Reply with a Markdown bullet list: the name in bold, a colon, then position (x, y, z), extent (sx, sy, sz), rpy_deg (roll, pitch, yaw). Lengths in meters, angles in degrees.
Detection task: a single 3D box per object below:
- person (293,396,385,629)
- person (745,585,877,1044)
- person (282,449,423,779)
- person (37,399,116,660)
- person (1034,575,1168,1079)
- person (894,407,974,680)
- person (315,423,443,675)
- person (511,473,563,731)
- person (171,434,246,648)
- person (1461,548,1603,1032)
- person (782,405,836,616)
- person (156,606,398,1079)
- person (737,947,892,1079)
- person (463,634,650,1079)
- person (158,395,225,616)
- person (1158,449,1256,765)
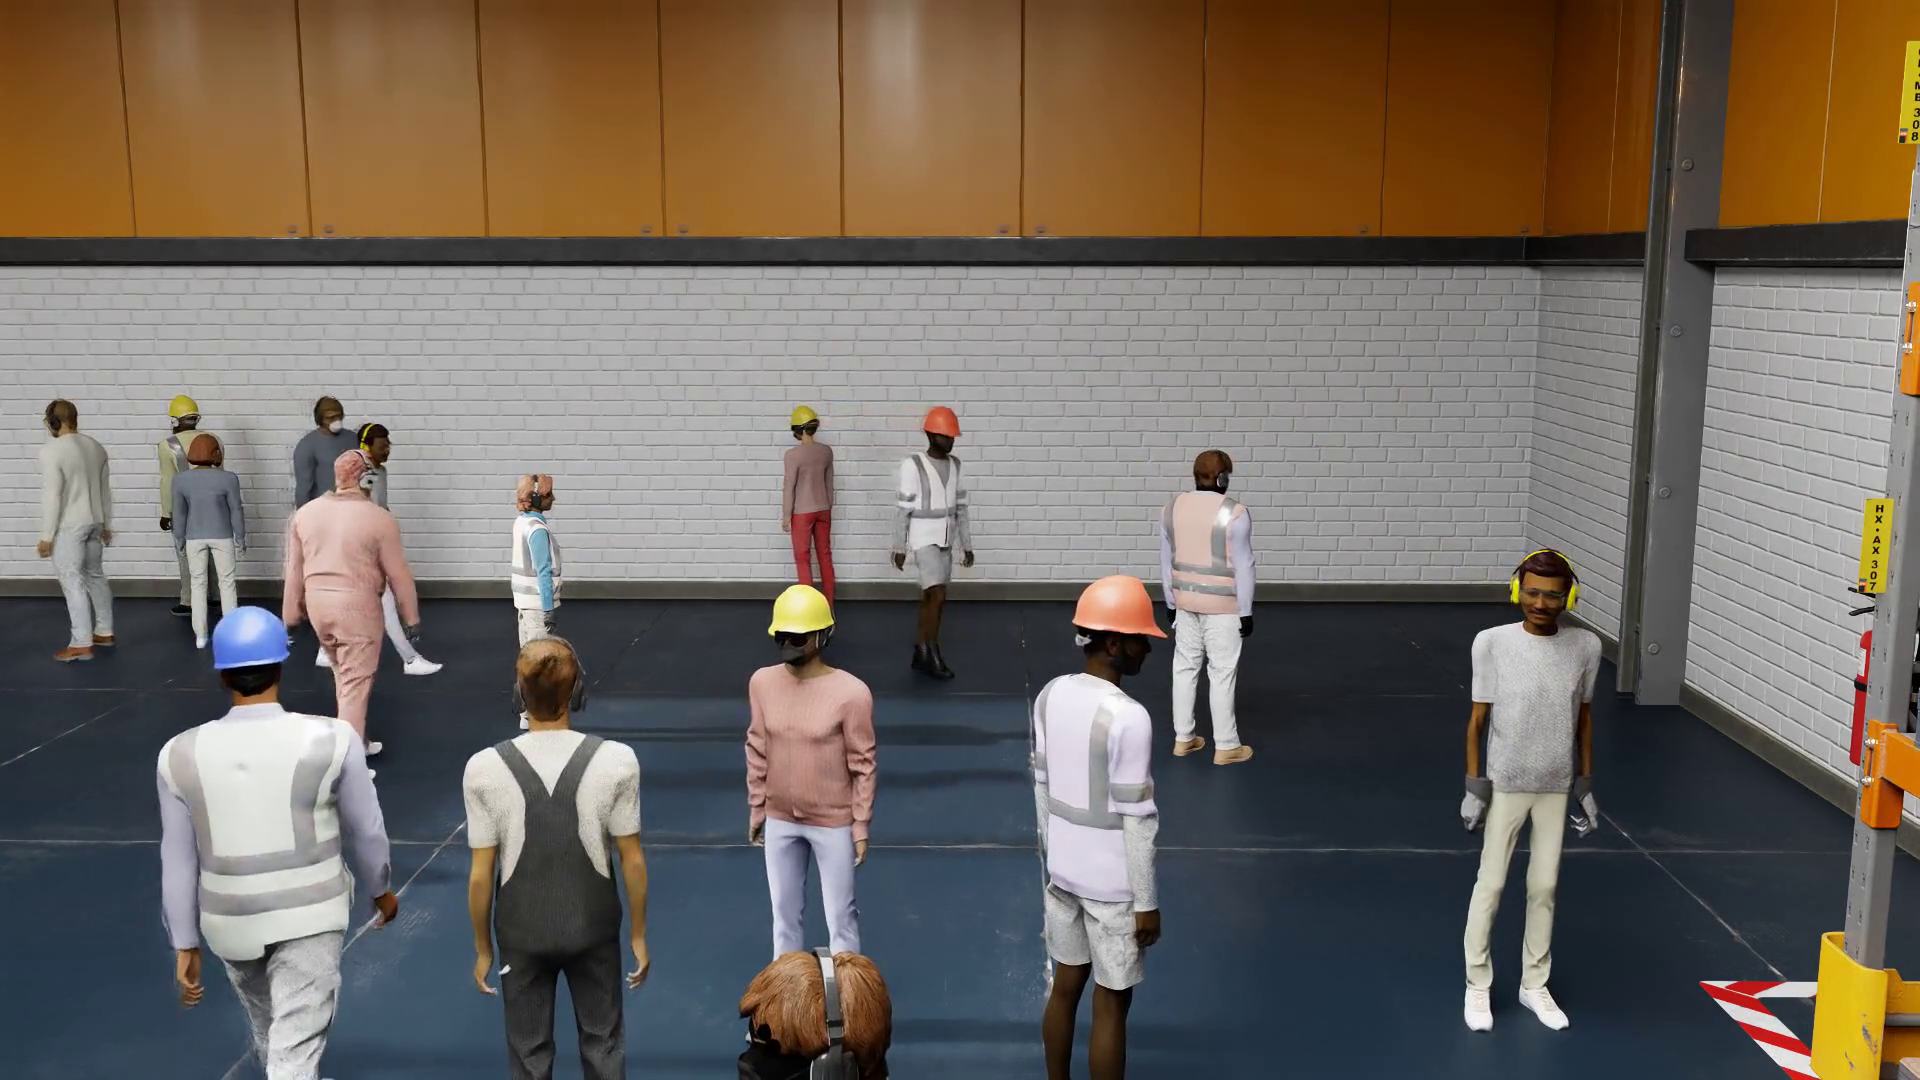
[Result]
- **person**: position (-5.080, -0.230, 13.363), extent (1.047, 1.886, 0.628), rpy_deg (3, 10, 17)
- **person**: position (-0.557, 1.030, 6.122), extent (0.526, 1.768, 0.331), rpy_deg (4, 10, 23)
- **person**: position (-3.412, 0.423, 9.447), extent (0.712, 1.871, 0.817), rpy_deg (3, 10, 15)
- **person**: position (-6.592, -0.090, 12.399), extent (0.409, 1.933, 0.642), rpy_deg (1, 10, 8)
- **person**: position (0.467, 1.070, 5.387), extent (0.376, 1.933, 0.544), rpy_deg (-6, 11, -31)
- **person**: position (-0.128, 0.027, 11.670), extent (0.672, 1.912, 0.565), rpy_deg (9, 13, 44)
- **person**: position (-4.182, 0.062, 11.815), extent (0.983, 1.806, 0.592), rpy_deg (1, 9, 3)
- **person**: position (-2.594, 0.408, 10.229), extent (0.307, 1.639, 0.525), rpy_deg (-5, 11, -28)
- **person**: position (-5.693, 0.009, 12.635), extent (0.507, 1.632, 0.268), rpy_deg (-1, 10, -8)
- **person**: position (2.172, 0.948, 6.320), extent (0.518, 1.865, 0.323), rpy_deg (0, 9, -1)
- **person**: position (-1.256, -0.225, 13.670), extent (0.342, 1.761, 0.525), rpy_deg (9, 13, 42)
- **person**: position (-2.089, 1.142, 5.098), extent (0.611, 1.900, 1.031), rpy_deg (-1, 9, -3)
- **person**: position (-0.229, 1.555, 2.756), extent (0.429, 1.844, 0.627), rpy_deg (-3, 10, -20)
- **person**: position (-1.184, 1.189, 4.938), extent (0.515, 1.842, 0.328), rpy_deg (-2, 10, -13)
- **person**: position (-6.381, -0.285, 13.804), extent (0.404, 1.832, 0.599), rpy_deg (5, 11, 28)
- **person**: position (1.469, 0.387, 9.756), extent (0.619, 1.843, 0.430), rpy_deg (9, 13, 43)
